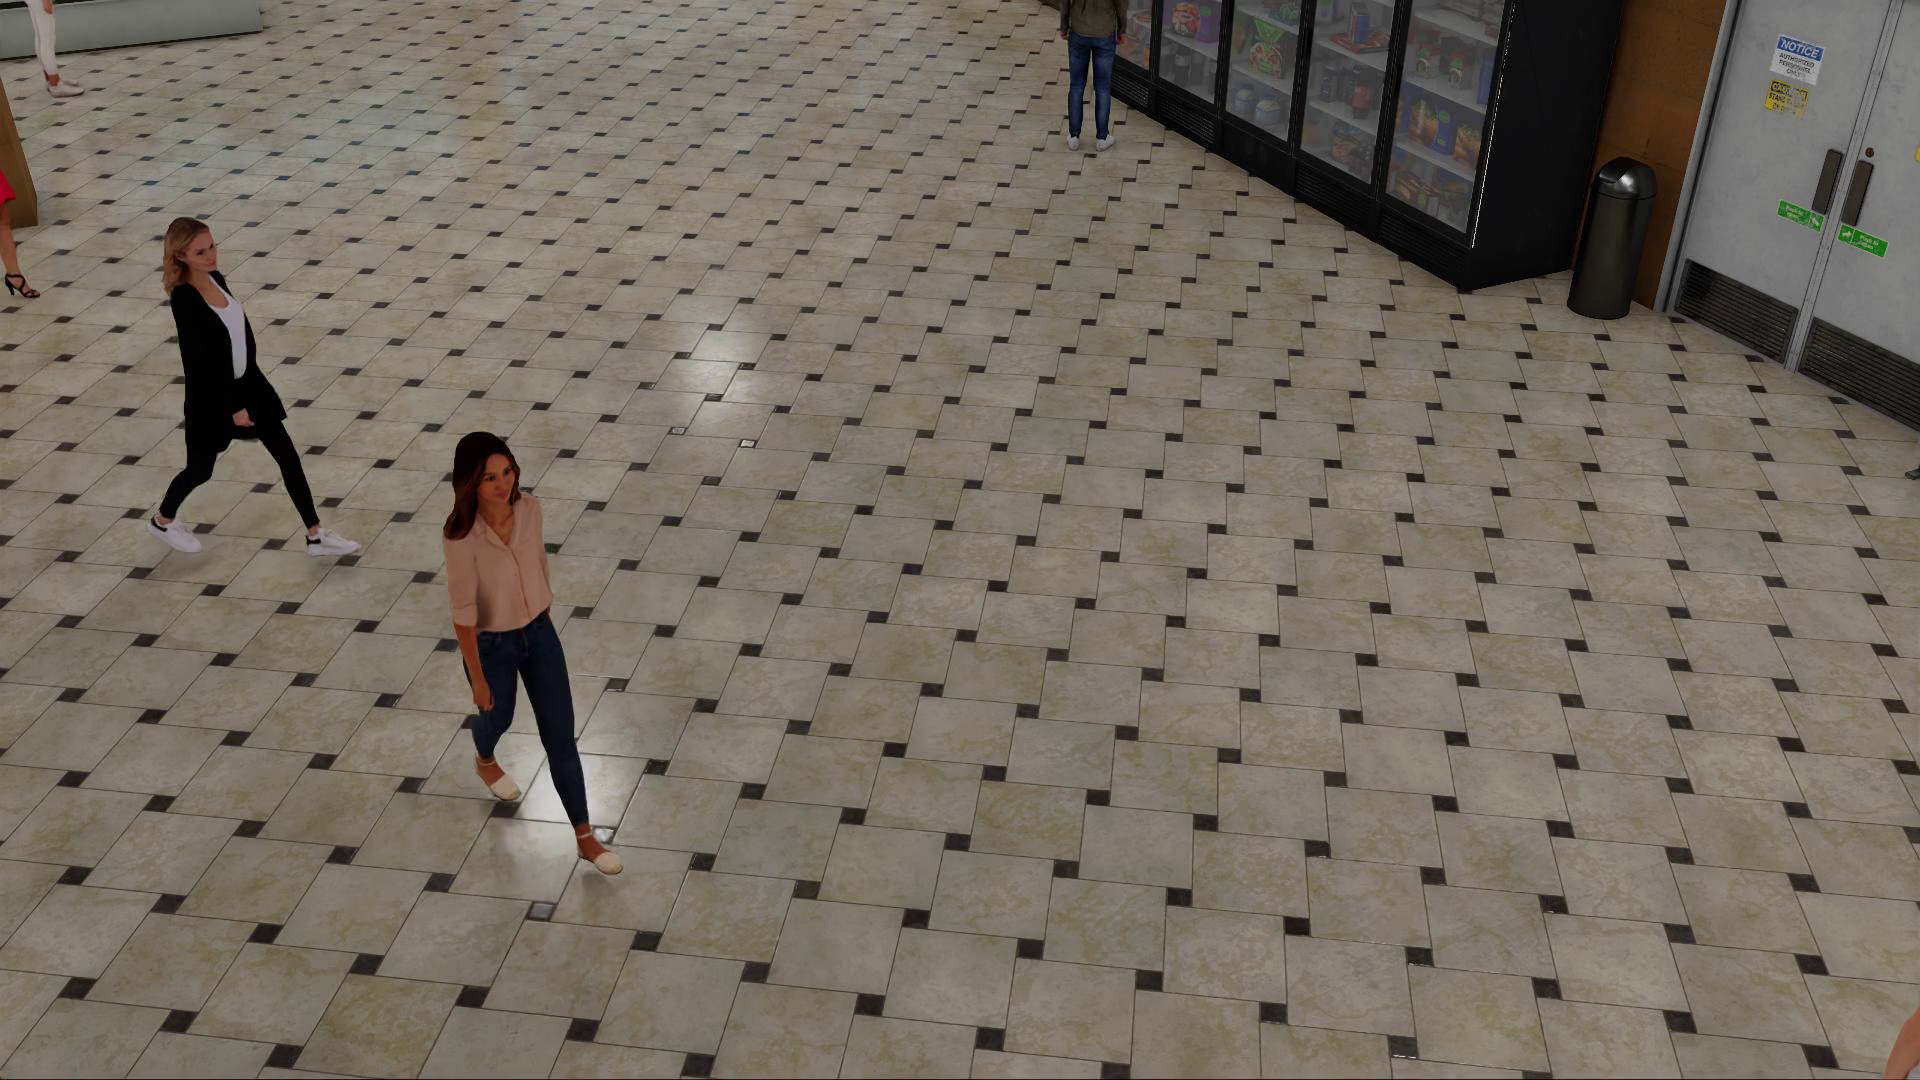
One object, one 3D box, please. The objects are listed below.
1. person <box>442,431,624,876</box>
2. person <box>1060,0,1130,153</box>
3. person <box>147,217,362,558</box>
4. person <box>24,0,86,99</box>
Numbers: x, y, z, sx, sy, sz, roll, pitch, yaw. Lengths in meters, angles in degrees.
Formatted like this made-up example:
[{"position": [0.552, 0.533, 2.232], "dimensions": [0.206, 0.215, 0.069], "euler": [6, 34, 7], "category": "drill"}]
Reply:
[{"position": [-1.718, 0.376, 6.144], "dimensions": [1.165, 1.739, 0.941], "euler": [-28, 41, -37], "category": "person"}, {"position": [1.033, -3.979, 13.021], "dimensions": [0.745, 1.866, 0.853], "euler": [5, 32, 8], "category": "person"}, {"position": [-3.520, -0.621, 7.734], "dimensions": [1.314, 1.751, 1.069], "euler": [3, 32, 5], "category": "person"}, {"position": [-7.986, -4.706, 14.348], "dimensions": [0.559, 1.700, 0.649], "euler": [-20, 37, -28], "category": "person"}]
